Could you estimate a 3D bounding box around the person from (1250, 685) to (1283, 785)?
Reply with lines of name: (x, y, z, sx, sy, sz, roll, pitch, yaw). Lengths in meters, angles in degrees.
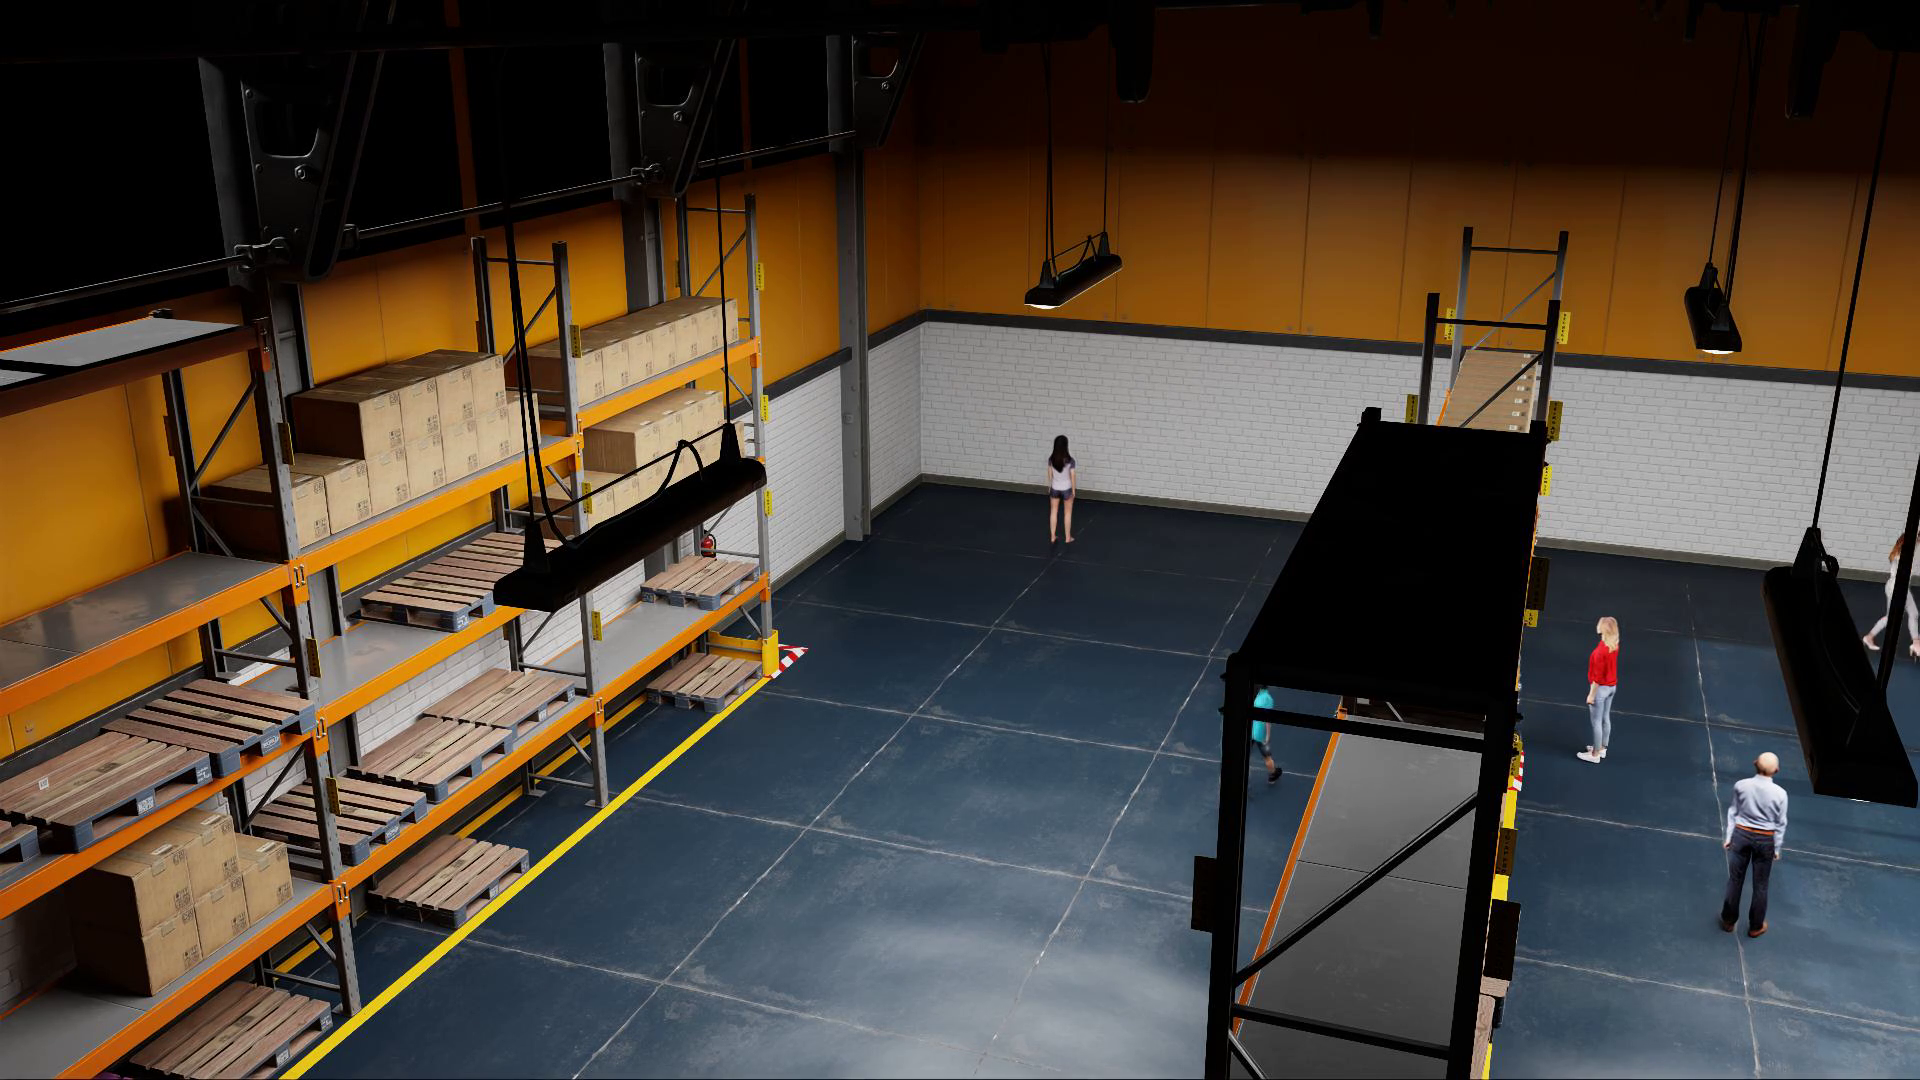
person: (3.139, 2.077, 17.834, 0.794, 1.409, 1.023, 17, 25, 41)

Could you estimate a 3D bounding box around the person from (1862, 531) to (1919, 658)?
person: (12.062, 0.744, 21.354, 0.847, 1.688, 1.002, 13, 23, 34)

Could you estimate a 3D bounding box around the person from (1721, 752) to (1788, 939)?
person: (7.246, 2.767, 15.186, 0.683, 1.791, 0.631, 11, 22, 31)

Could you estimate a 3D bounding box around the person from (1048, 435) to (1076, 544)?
person: (1.577, -0.802, 25.916, 0.590, 1.707, 0.506, 7, 20, 20)

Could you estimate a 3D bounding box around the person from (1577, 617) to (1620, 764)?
person: (7.177, 1.669, 18.583, 0.612, 1.704, 0.747, -17, 25, -40)
